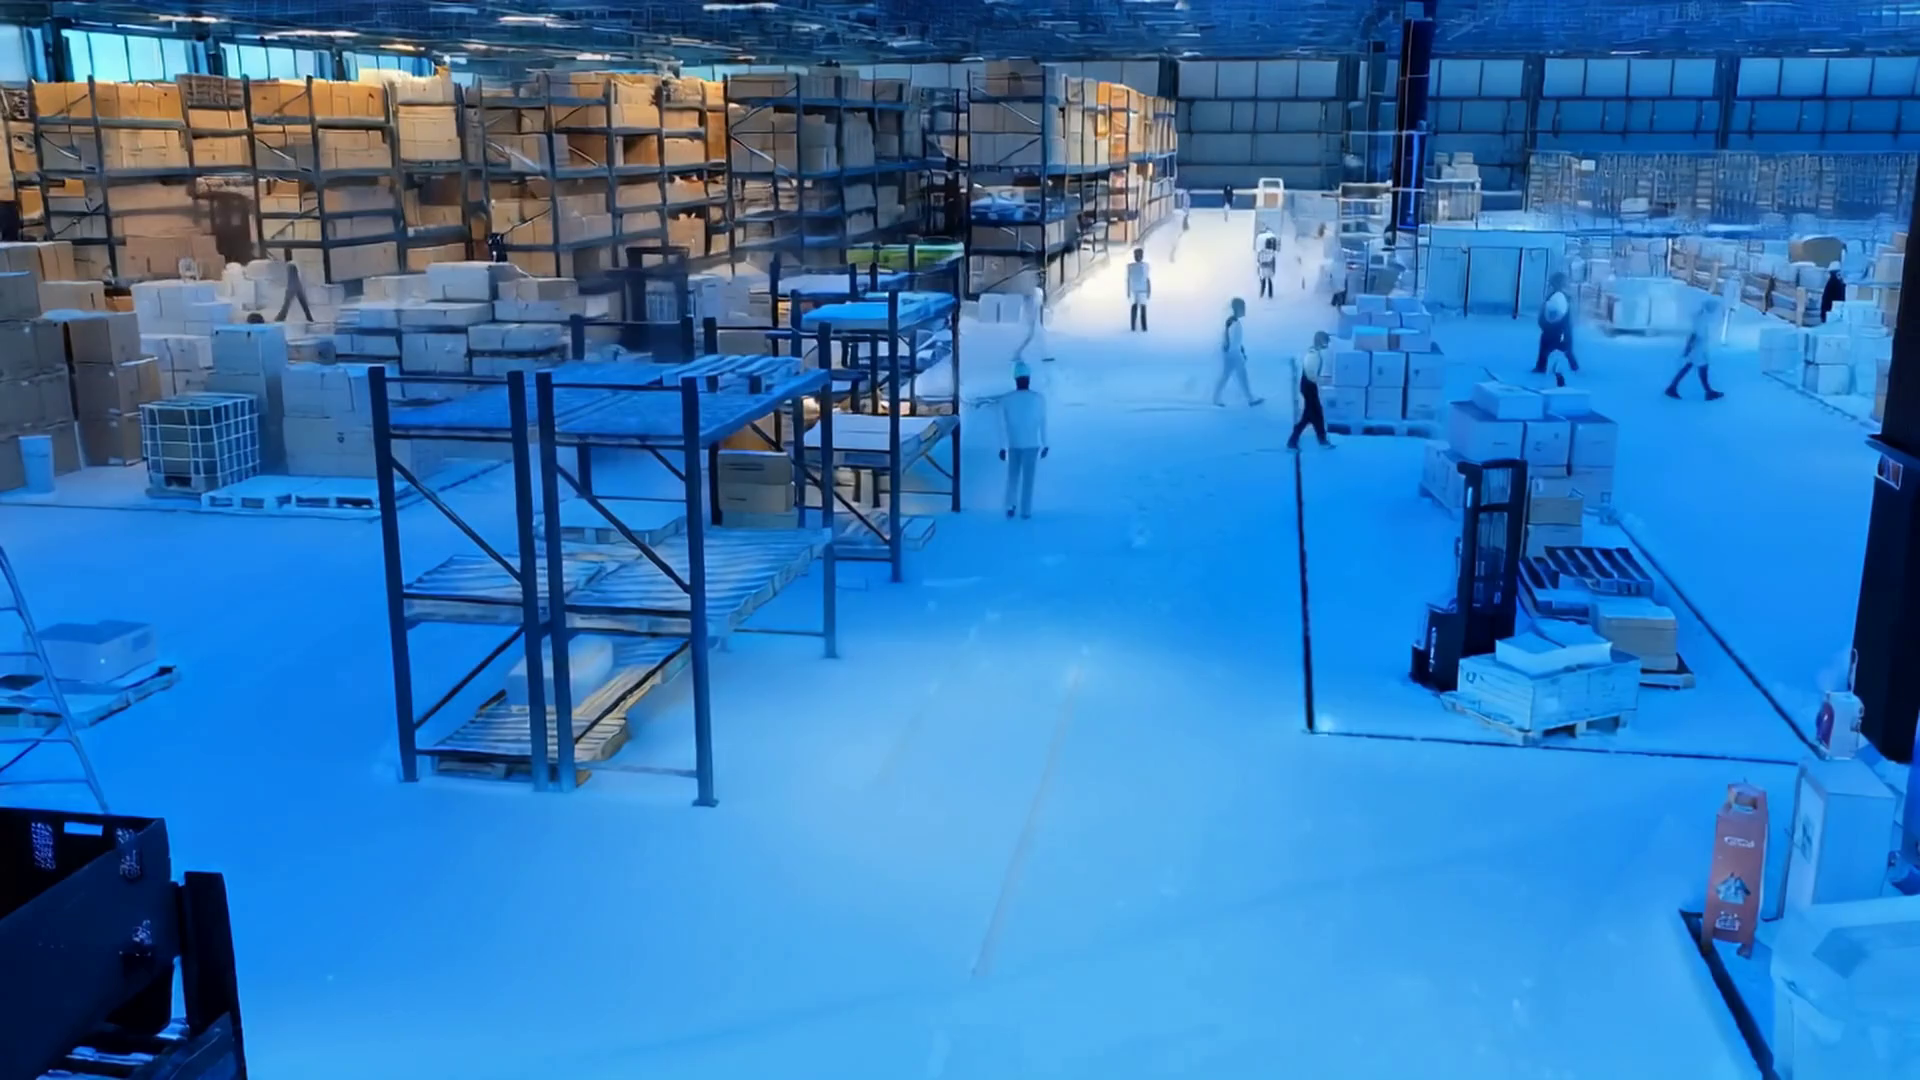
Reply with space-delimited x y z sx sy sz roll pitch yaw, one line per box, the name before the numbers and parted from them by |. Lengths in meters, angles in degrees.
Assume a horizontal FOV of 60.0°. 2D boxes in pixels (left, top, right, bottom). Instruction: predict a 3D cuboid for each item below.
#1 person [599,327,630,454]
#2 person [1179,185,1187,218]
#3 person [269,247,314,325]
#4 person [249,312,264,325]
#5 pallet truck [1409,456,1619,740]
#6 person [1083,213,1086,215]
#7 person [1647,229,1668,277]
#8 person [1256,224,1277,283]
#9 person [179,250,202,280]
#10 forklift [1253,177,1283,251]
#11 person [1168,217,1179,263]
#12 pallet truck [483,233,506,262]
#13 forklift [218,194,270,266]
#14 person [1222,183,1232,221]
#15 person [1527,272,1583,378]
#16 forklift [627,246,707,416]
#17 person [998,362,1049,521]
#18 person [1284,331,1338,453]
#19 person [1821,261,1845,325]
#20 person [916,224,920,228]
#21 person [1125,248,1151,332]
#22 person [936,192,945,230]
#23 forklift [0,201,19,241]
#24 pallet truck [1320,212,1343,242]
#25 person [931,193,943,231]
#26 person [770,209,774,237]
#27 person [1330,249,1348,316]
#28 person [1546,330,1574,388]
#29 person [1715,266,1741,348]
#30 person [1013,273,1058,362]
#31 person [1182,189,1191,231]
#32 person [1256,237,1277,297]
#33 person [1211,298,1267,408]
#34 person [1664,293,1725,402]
person | -5.012 -2.213 24.342 0.586 1.849 0.646 11 18 38
person | 11.984 -18.082 88.947 0.542 1.745 0.584 1 14 5
person | -16.127 -6.085 39.992 1.013 1.862 0.603 -7 15 -26
person | -10.622 -2.496 25.316 0.433 1.919 0.643 3 14 13
pallet truck | 4.504 0.400 13.395 0.823 1.965 1.885 -6 15 -23
person | 6.181 -16.851 83.793 0.629 1.821 0.508 5 15 20
person | 20.950 -8.481 50.016 0.539 1.730 0.885 4 14 16
person | 9.443 -8.824 51.220 0.614 1.815 0.504 1 14 5
person | -19.668 -6.587 42.546 0.548 1.604 0.766 -7 16 -27
forklift | 12.083 -12.747 64.956 1.129 2.768 1.873 3 14 10
person | 7.601 -10.668 59.098 0.365 1.620 0.530 3 14 12
pallet truck | -11.832 -7.026 43.548 1.885 1.965 0.823 8 16 28
forklift | -20.802 -8.544 47.891 1.129 2.768 1.873 7 15 26
person | 13.882 -17.537 86.347 0.604 1.937 0.403 -7 16 -27
person | 11.329 -4.063 31.429 0.904 2.000 0.694 9 17 33
forklift | -4.741 -3.273 26.490 1.129 2.768 1.873 3 14 10
person | 0.775 -1.198 20.088 0.608 1.902 0.673 2 14 9
person | 5.114 -2.141 24.146 0.789 1.796 0.589 1 14 5
person | 17.887 -4.718 34.179 0.395 1.994 0.613 -1 14 -2
person | -1.625 -11.775 63.137 0.901 1.874 0.653 2 14 9
person | 4.153 -5.829 38.788 0.604 1.954 0.392 6 15 23
person | -0.968 -15.049 76.286 0.549 1.915 0.737 0 14 -2
forklift | -24.707 -7.362 43.093 1.873 2.768 1.129 1 14 4
pallet truck | 15.874 -13.227 70.310 0.680 1.201 1.601 10 17 35
person | -1.002 -14.602 74.523 0.643 1.904 0.976 5 15 21
person | -7.226 -12.111 64.819 0.403 1.686 0.549 4 14 14
person | 9.607 -6.530 42.173 0.551 1.682 0.371 -9 16 -32
person | 8.484 -2.053 23.620 0.309 1.868 0.535 2 14 8
person | 16.616 -5.024 35.896 0.533 1.767 0.326 -10 17 -36
person | 1.513 -4.475 33.572 0.939 1.825 0.532 -2 14 -9
person | 10.632 -15.409 77.720 0.366 1.931 0.542 13 19 43
person | 8.638 -7.696 46.915 0.545 1.687 0.361 0 14 -2
person | 4.712 -3.133 28.008 0.993 1.870 0.599 2 14 8
person | 12.801 -3.345 28.833 1.010 1.871 0.578 6 15 24
